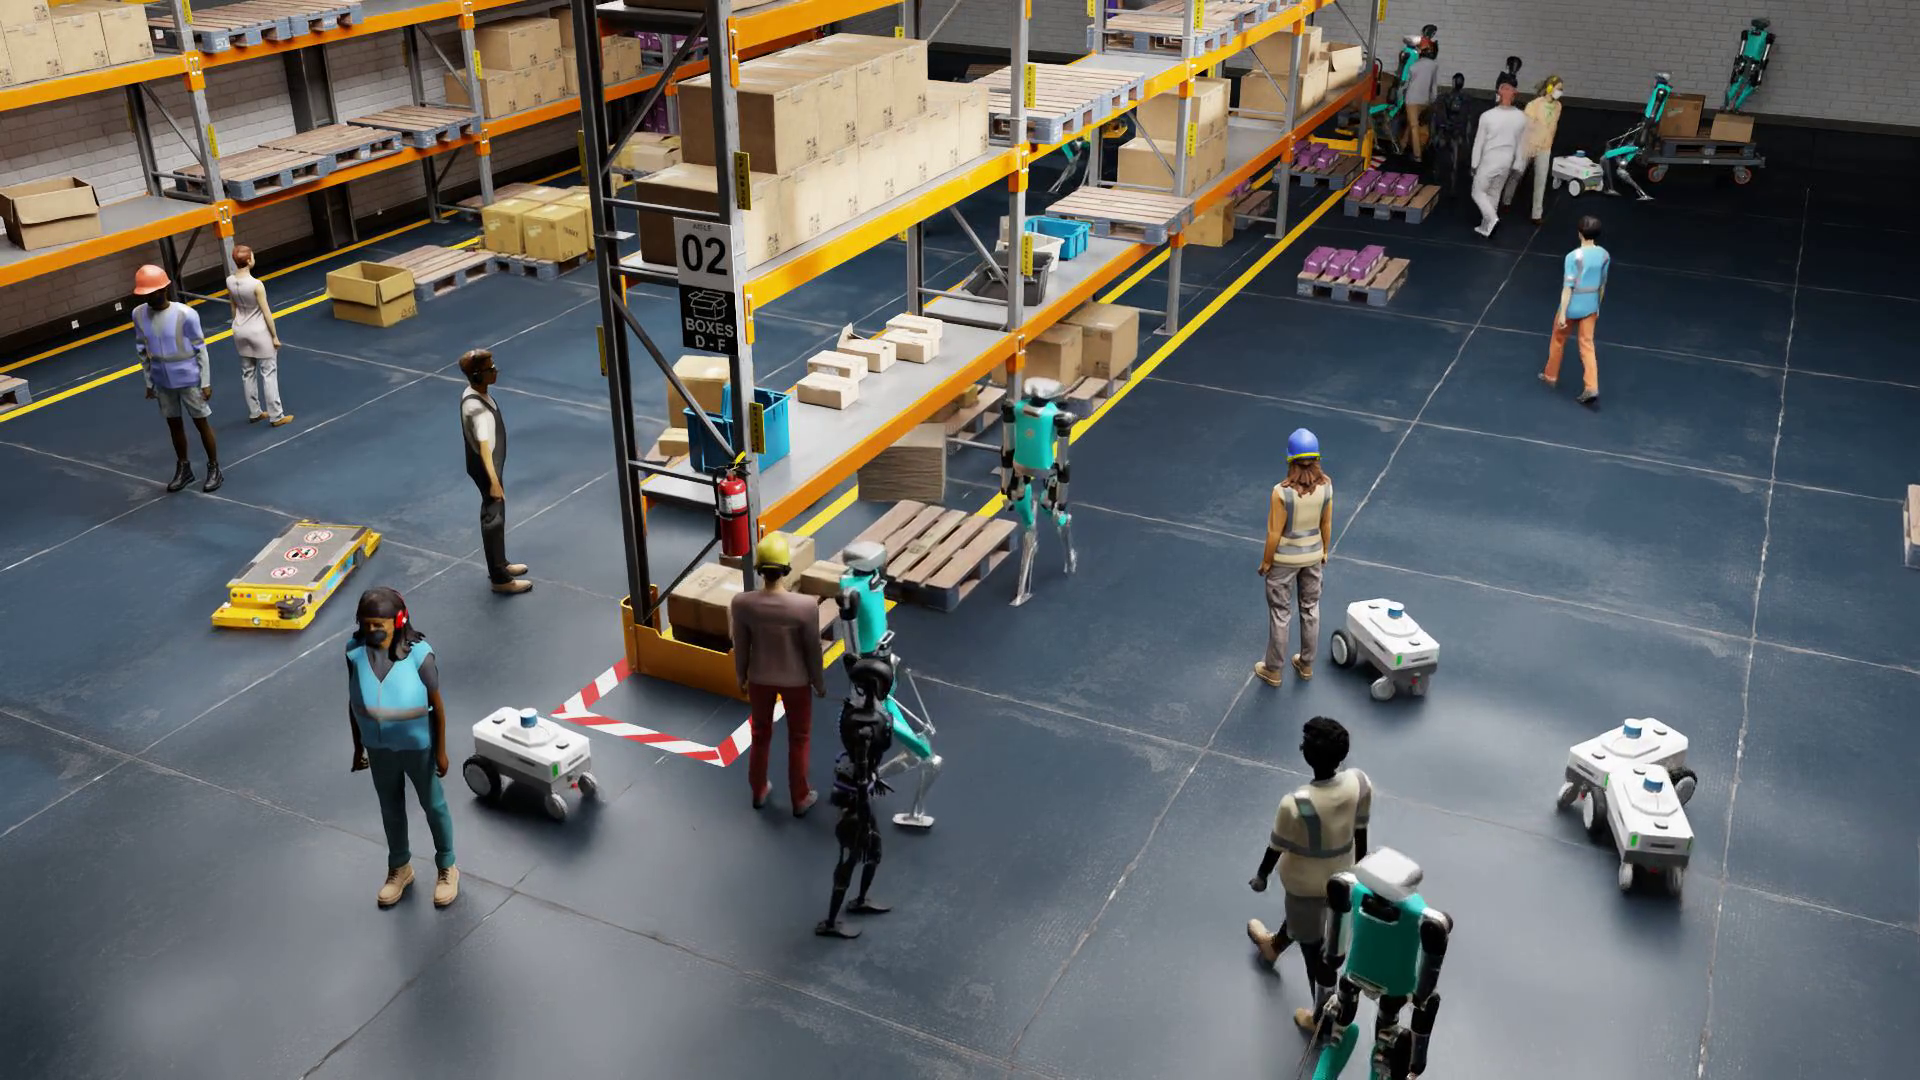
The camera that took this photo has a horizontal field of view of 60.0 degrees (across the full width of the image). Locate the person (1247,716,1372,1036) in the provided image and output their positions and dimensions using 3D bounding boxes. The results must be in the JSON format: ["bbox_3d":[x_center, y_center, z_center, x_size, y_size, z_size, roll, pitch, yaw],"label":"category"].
[{"bbox_3d":[1.650,1.564,8.049,0.548,1.652,0.848,-16,31,-30],"label":"person"}]

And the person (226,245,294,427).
[{"bbox_3d":[-6.315,-1.825,14.907,0.431,1.649,0.283,8,27,16],"label":"person"}]

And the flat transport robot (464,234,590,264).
[{"bbox_3d":[-5.154,-3.476,19.799,1.431,0.231,0.659,-6,27,-13],"label":"flat transport robot"}]

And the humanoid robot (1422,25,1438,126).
[{"bbox_3d":[7.109,-7.007,25.353,0.339,1.648,0.615,1,26,1],"label":"humanoid robot"}]

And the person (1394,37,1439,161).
[{"bbox_3d":[6.592,-6.414,24.116,0.570,1.701,0.897,-10,28,-19],"label":"person"}]

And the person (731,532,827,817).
[{"bbox_3d":[-1.029,0.777,9.531,0.531,1.762,0.339,5,27,10],"label":"person"}]

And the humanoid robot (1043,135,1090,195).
[{"bbox_3d":[1.528,-5.403,22.035,0.983,1.741,0.539,-21,33,-35],"label":"humanoid robot"}]

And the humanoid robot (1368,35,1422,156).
[{"bbox_3d":[6.210,-6.476,24.208,0.859,1.765,0.549,21,33,36],"label":"humanoid robot"}]

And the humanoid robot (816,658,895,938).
[{"bbox_3d":[-0.547,1.315,8.552,0.449,1.635,0.588,0,26,1],"label":"humanoid robot"}]

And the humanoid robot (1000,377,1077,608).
[{"bbox_3d":[0.672,-0.412,12.005,0.556,1.814,0.883,13,29,25],"label":"humanoid robot"}]

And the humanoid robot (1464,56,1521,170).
[{"bbox_3d":[7.479,-5.955,23.271,0.506,1.642,0.609,16,30,29],"label":"humanoid robot"}]

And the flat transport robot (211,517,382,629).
[{"bbox_3d":[-4.884,0.233,12.306,0.659,0.231,1.431,2,26,5],"label":"flat transport robot"}]

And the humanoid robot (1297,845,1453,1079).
[{"bbox_3d":[1.519,2.177,6.774,0.550,1.796,0.925,21,33,36],"label":"humanoid robot"}]

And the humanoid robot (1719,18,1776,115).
[{"bbox_3d":[11.772,-6.934,25.167,0.812,1.799,0.537,-15,30,-27],"label":"humanoid robot"}]

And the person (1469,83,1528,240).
[{"bbox_3d":[6.512,-4.565,20.174,0.644,1.883,0.632,-6,27,-13],"label":"person"}]

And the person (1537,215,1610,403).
[{"bbox_3d":[5.798,-2.151,15.484,0.482,1.727,0.880,-5,27,-10],"label":"person"}]

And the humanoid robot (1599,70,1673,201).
[{"bbox_3d":[8.780,-5.279,21.805,0.915,1.757,0.532,11,28,21],"label":"humanoid robot"}]

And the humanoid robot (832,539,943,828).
[{"bbox_3d":[-0.339,0.859,9.404,0.900,1.765,0.573,8,27,16],"label":"humanoid robot"}]

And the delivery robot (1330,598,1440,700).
[{"bbox_3d":[2.840,0.688,11.067,0.525,0.596,0.768,-8,27,-16],"label":"delivery robot"}]

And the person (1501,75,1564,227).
[{"bbox_3d":[7.240,-4.946,21.016,0.624,1.824,0.995,-4,27,-9],"label":"person"}]

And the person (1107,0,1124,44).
[{"bbox_3d":[2.626,-9.055,29.210,0.529,1.924,0.427,20,33,35],"label":"person"}]

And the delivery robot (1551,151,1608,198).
[{"bbox_3d":[8.350,-4.949,22.437,0.517,0.581,0.752,-11,29,-22],"label":"delivery robot"}]

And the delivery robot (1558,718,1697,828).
[{"bbox_3d":[3.929,1.331,9.786,0.804,0.611,0.499,-14,30,-26],"label":"delivery robot"}]

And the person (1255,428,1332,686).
[{"bbox_3d":[2.176,0.114,10.846,0.479,1.775,0.321,-8,28,-16],"label":"person"}]

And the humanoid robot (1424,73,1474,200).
[{"bbox_3d":[6.465,-5.331,21.973,0.599,1.636,0.689,0,26,0],"label":"humanoid robot"}]

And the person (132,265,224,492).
[{"bbox_3d":[-6.380,-1.304,13.533,0.547,1.936,0.375,1,26,3],"label":"person"}]

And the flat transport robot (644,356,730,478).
[{"bbox_3d":[-1.864,-0.583,13.955,1.431,0.231,0.659,3,27,7],"label":"flat transport robot"}]

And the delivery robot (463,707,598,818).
[{"bbox_3d":[-2.559,1.277,9.894,0.792,0.611,0.499,15,30,28],"label":"delivery robot"}]

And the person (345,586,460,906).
[{"bbox_3d":[-2.953,1.089,8.781,0.516,1.865,0.391,1,26,2],"label":"person"}]

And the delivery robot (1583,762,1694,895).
[{"bbox_3d":[3.828,1.568,9.310,0.499,0.614,0.815,4,27,7],"label":"delivery robot"}]

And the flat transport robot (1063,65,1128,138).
[{"bbox_3d":[1.835,-6.404,25.713,1.431,0.231,0.659,7,27,13],"label":"flat transport robot"}]

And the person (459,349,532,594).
[{"bbox_3d":[-3.378,-0.497,12.006,0.344,1.846,0.506,-8,27,-16],"label":"person"}]

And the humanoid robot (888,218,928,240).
[{"bbox_3d":[-0.666,-4.481,20.246,0.477,1.636,0.609,-19,32,-33],"label":"humanoid robot"}]

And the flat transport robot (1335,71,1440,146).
[{"bbox_3d":[6.536,-6.254,25.411,1.431,0.231,0.659,21,33,36],"label":"flat transport robot"}]
